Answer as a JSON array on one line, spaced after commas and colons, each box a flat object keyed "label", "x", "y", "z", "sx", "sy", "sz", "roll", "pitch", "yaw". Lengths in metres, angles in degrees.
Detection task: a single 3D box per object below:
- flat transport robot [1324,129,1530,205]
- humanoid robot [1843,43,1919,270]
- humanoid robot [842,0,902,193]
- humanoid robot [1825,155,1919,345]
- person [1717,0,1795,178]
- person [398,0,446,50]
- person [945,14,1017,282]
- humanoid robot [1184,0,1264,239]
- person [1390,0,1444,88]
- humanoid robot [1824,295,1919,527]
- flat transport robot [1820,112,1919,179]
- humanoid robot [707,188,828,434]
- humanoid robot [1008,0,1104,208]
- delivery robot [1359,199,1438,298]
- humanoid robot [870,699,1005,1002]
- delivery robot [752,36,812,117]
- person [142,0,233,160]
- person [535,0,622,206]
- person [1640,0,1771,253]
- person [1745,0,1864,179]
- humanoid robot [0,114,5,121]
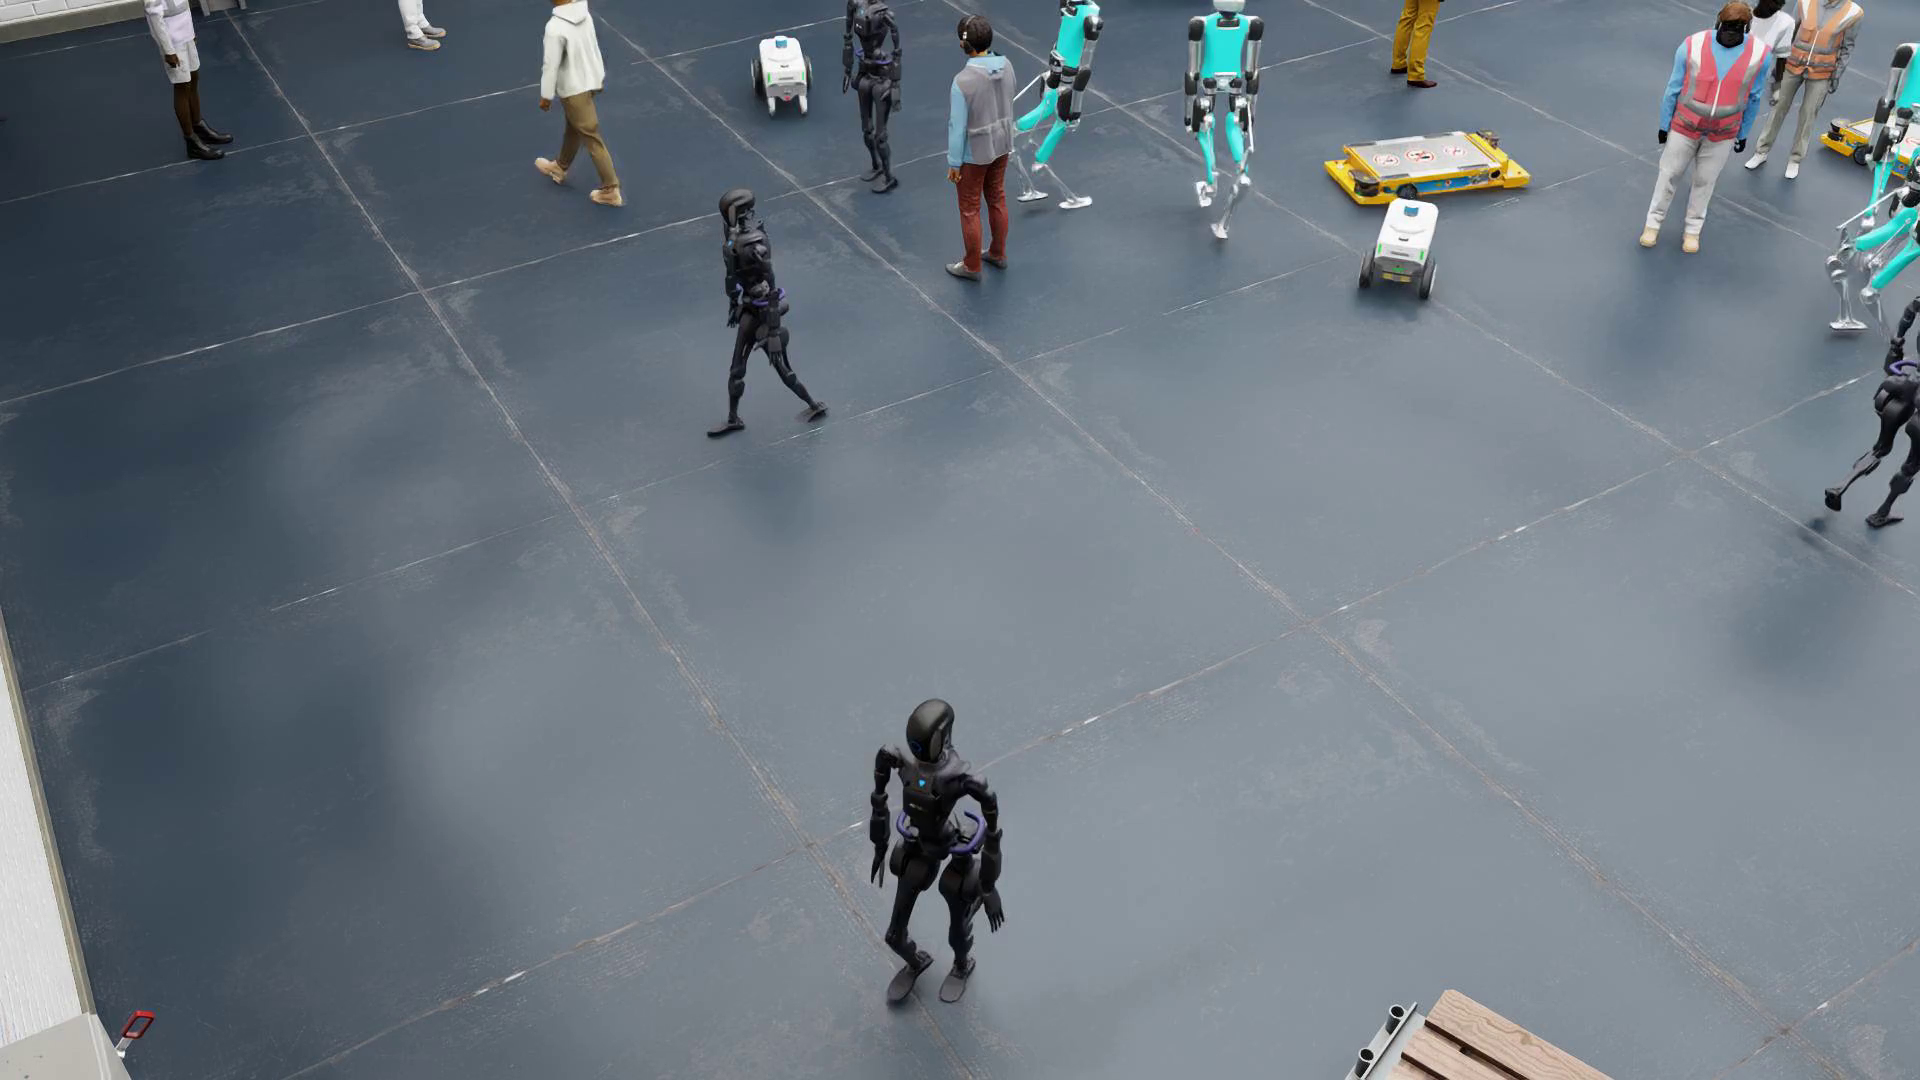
[{"label": "flat transport robot", "x": 3.638, "y": -2.902, "z": 12.953, "sx": 1.431, "sy": 0.231, "sz": 0.659, "roll": -9, "pitch": 39, "yaw": -11}, {"label": "humanoid robot", "x": 6.501, "y": -2.554, "z": 11.417, "sx": 0.536, "sy": 1.880, "sz": 0.758, "roll": 10, "pitch": 39, "yaw": 12}, {"label": "humanoid robot", "x": -0.675, "y": -3.483, "z": 12.547, "sx": 0.610, "sy": 1.650, "sz": 0.386, "roll": 29, "pitch": 46, "yaw": 31}, {"label": "humanoid robot", "x": 5.983, "y": -2.026, "z": 10.688, "sx": 0.737, "sy": 1.814, "sz": 0.536, "roll": -3, "pitch": 38, "yaw": -4}, {"label": "person", "x": 5.864, "y": -3.398, "z": 12.461, "sx": 0.545, "sy": 1.653, "sz": 0.806, "roll": 4, "pitch": 39, "yaw": 4}, {"label": "person", "x": -4.908, "y": -5.309, "z": 14.695, "sx": 0.355, "sy": 1.879, "sz": 0.573, "roll": -1, "pitch": 38, "yaw": -1}, {"label": "person", "x": 0.149, "y": -2.639, "z": 11.334, "sx": 0.542, "sy": 1.870, "sz": 0.418, "roll": -30, "pitch": 47, "yaw": -33}, {"label": "humanoid robot", "x": 1.877, "y": -2.956, "z": 11.830, "sx": 0.533, "sy": 1.707, "sz": 0.994, "roll": -2, "pitch": 38, "yaw": -2}, {"label": "person", "x": 3.956, "y": -4.721, "z": 14.052, "sx": 0.341, "sy": 1.755, "sz": 0.524, "roll": -10, "pitch": 40, "yaw": -13}, {"label": "humanoid robot", "x": 5.222, "y": -0.759, "z": 9.118, "sx": 0.493, "sy": 1.636, "sz": 0.589, "roll": -16, "pitch": 41, "yaw": -19}, {"label": "flat transport robot", "x": 7.583, "y": -2.990, "z": 13.064, "sx": 0.659, "sy": 0.231, "sz": 1.431, "roll": -18, "pitch": 42, "yaw": -21}, {"label": "humanoid robot", "x": -1.190, "y": -1.345, "z": 9.898, "sx": 0.752, "sy": 1.631, "sz": 0.609, "roll": -23, "pitch": 44, "yaw": -27}, {"label": "humanoid robot", "x": 0.600, "y": -3.176, "z": 12.124, "sx": 0.842, "sy": 1.780, "sz": 0.541, "roll": -13, "pitch": 40, "yaw": -16}, {"label": "delivery robot", "x": 3.126, "y": -2.074, "z": 11.694, "sx": 0.499, "sy": 0.613, "sz": 0.811, "roll": 13, "pitch": 40, "yaw": 15}, {"label": "humanoid robot", "x": -0.072, "y": 1.262, "z": 6.569, "sx": 0.601, "sy": 1.649, "sz": 0.377, "roll": 16, "pitch": 41, "yaw": 20}, {"label": "delivery robot", "x": -1.498, "y": -3.966, "z": 14.070, "sx": 0.499, "sy": 0.599, "sz": 0.784, "roll": -6, "pitch": 39, "yaw": -8}, {"label": "person", "x": -6.060, "y": -3.924, "z": 12.904, "sx": 0.373, "sy": 1.933, "sz": 0.550, "roll": -3, "pitch": 38, "yaw": -3}, {"label": "person", "x": -2.953, "y": -3.349, "z": 12.333, "sx": 0.880, "sy": 1.723, "sz": 0.551, "roll": 13, "pitch": 40, "yaw": 16}, {"label": "person", "x": 5.226, "y": -2.893, "z": 11.689, "sx": 0.628, "sy": 1.836, "sz": 0.432, "roll": 12, "pitch": 40, "yaw": 15}, {"label": "person", "x": 6.478, "y": -3.581, "z": 12.704, "sx": 0.512, "sy": 1.641, "sz": 0.307, "roll": 25, "pitch": 45, "yaw": 28}, {"label": "humanoid robot", "x": -8.124, "y": -4.053, "z": 13.272, "sx": 0.388, "sy": 1.635, "sz": 0.610, "roll": 16, "pitch": 41, "yaw": 19}]
